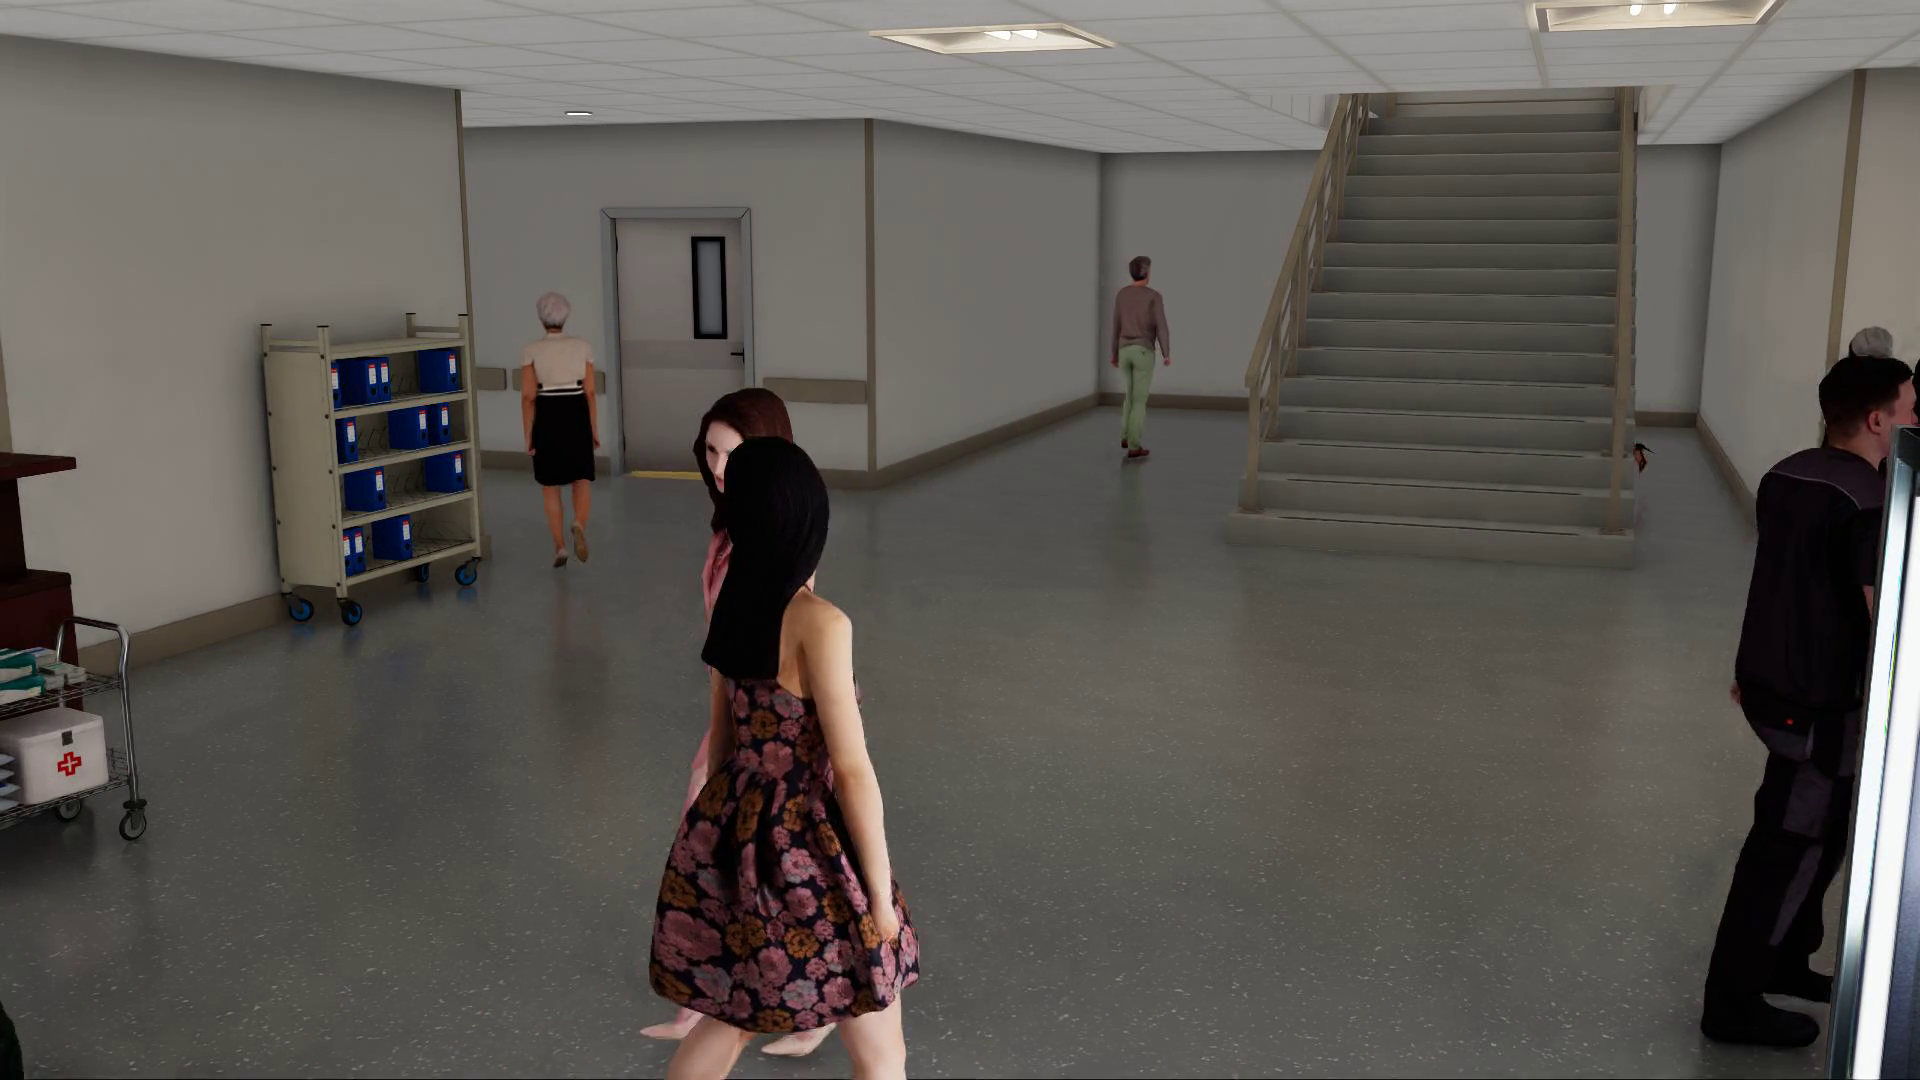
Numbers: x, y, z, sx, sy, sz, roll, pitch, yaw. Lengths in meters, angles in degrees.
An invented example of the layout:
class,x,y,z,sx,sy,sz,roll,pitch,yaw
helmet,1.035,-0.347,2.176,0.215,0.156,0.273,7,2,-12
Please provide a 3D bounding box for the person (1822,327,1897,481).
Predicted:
class,x,y,z,sx,sy,sz,roll,pitch,yaw
person,4.841,-0.316,8.914,0.943,1.612,0.968,-7,13,-33

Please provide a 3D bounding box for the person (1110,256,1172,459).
class,x,y,z,sx,sy,sz,roll,pitch,yaw
person,1.613,-1.690,15.505,0.796,1.854,0.820,9,14,38

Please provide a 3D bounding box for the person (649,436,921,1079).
class,x,y,z,sx,sy,sz,roll,pitch,yaw
person,-0.409,0.680,3.308,1.018,1.746,0.948,-6,12,-27

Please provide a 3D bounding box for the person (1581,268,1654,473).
class,x,y,z,sx,sy,sz,roll,pitch,yaw
person,5.339,-1.311,13.640,0.922,1.805,0.939,-7,13,-33

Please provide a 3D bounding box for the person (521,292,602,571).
class,x,y,z,sx,sy,sz,roll,pitch,yaw
person,-2.441,-0.636,10.259,0.902,1.739,0.983,-4,11,-19

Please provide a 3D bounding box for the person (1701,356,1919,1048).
class,x,y,z,sx,sy,sz,roll,pitch,yaw
person,2.129,0.440,4.352,0.901,1.829,0.746,1,11,3

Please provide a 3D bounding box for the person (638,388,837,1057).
class,x,y,z,sx,sy,sz,roll,pitch,yaw
person,-0.386,0.510,4.156,0.925,1.763,0.869,-3,11,-16
